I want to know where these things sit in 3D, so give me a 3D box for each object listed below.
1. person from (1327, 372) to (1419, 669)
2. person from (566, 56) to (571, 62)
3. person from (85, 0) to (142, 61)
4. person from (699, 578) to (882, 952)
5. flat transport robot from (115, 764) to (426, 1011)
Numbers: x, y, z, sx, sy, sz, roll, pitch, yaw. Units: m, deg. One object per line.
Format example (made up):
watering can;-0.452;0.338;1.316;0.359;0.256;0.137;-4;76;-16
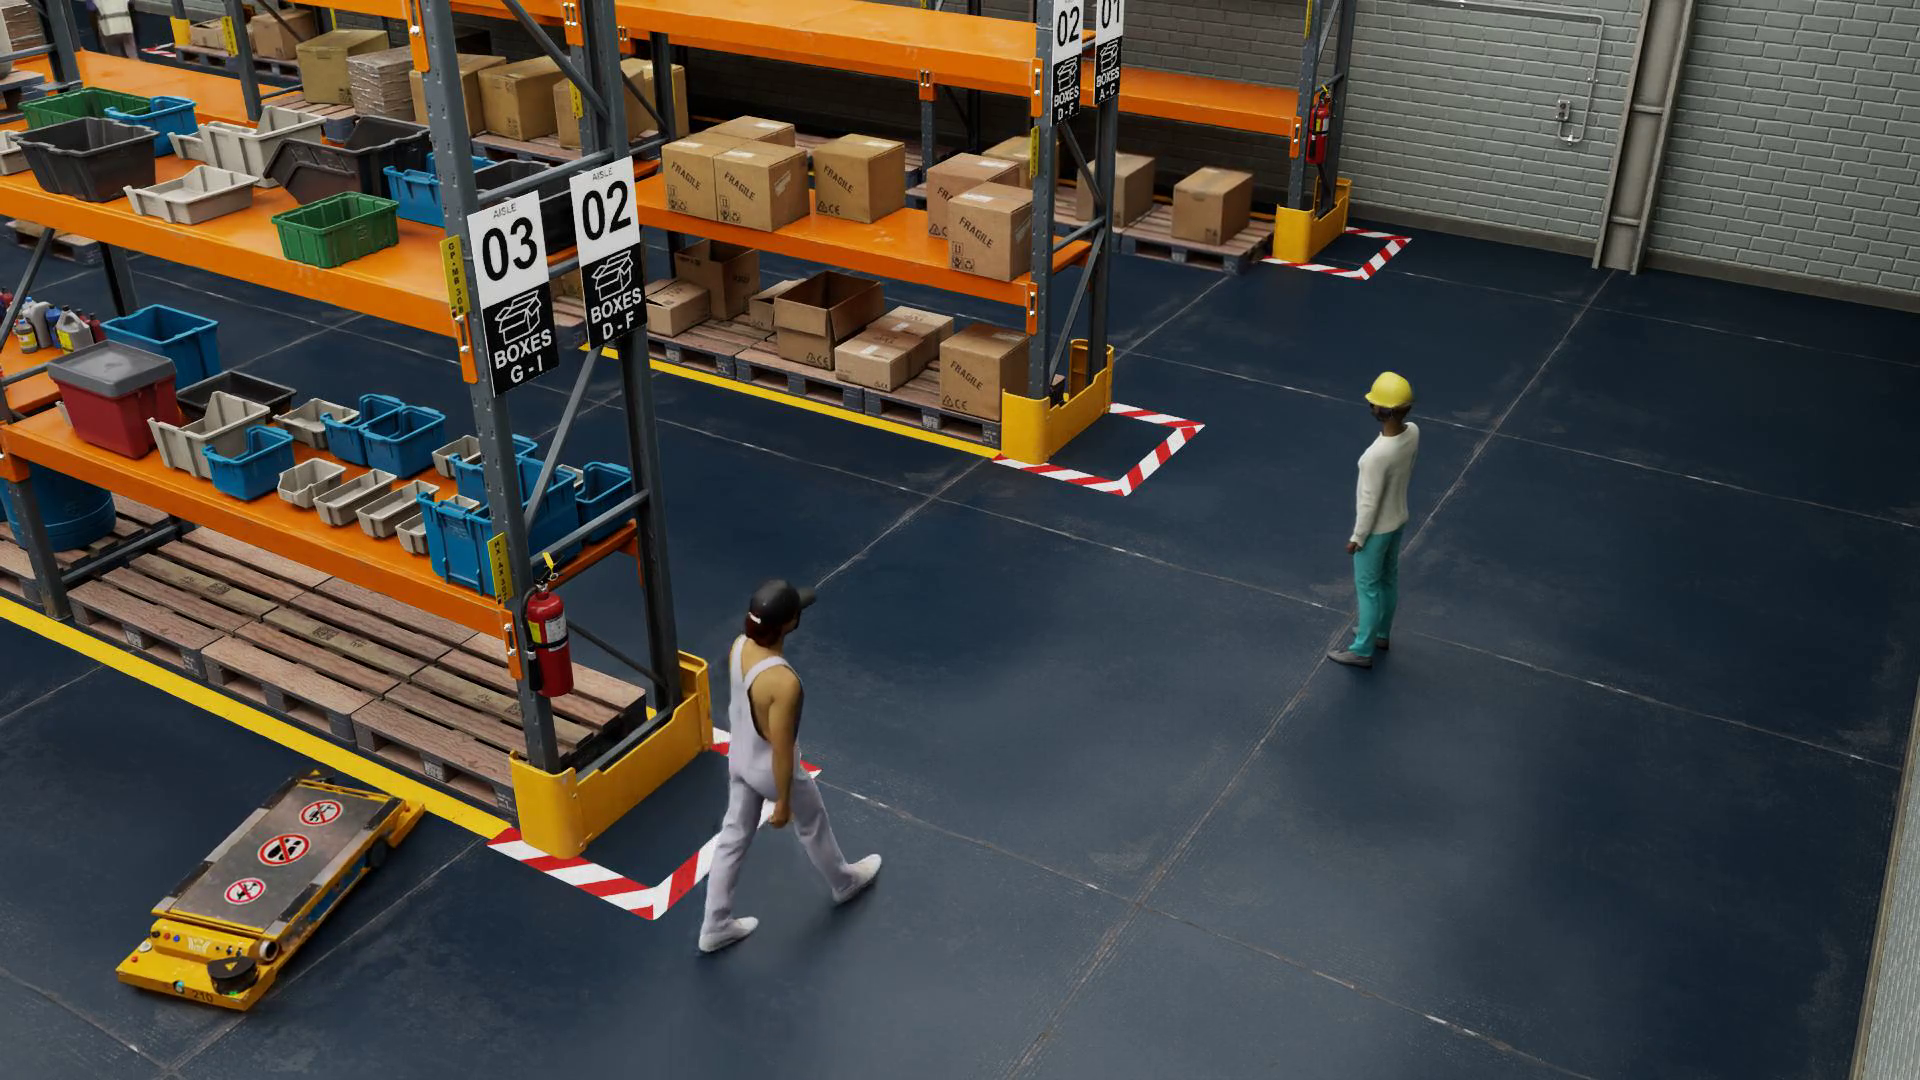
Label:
person;2.321;-0.107;9.289;0.315;1.765;0.534;21;36;33
person;-3.890;-4.398;17.085;0.524;1.660;0.534;-19;34;-30
person;-10.079;-6.062;19.926;0.563;1.821;0.686;-23;37;-35
person;-0.812;0.964;7.316;0.963;1.812;0.504;-24;37;-37
flat transport robot;-3.186;1.586;7.788;0.659;0.231;1.431;8;30;14
